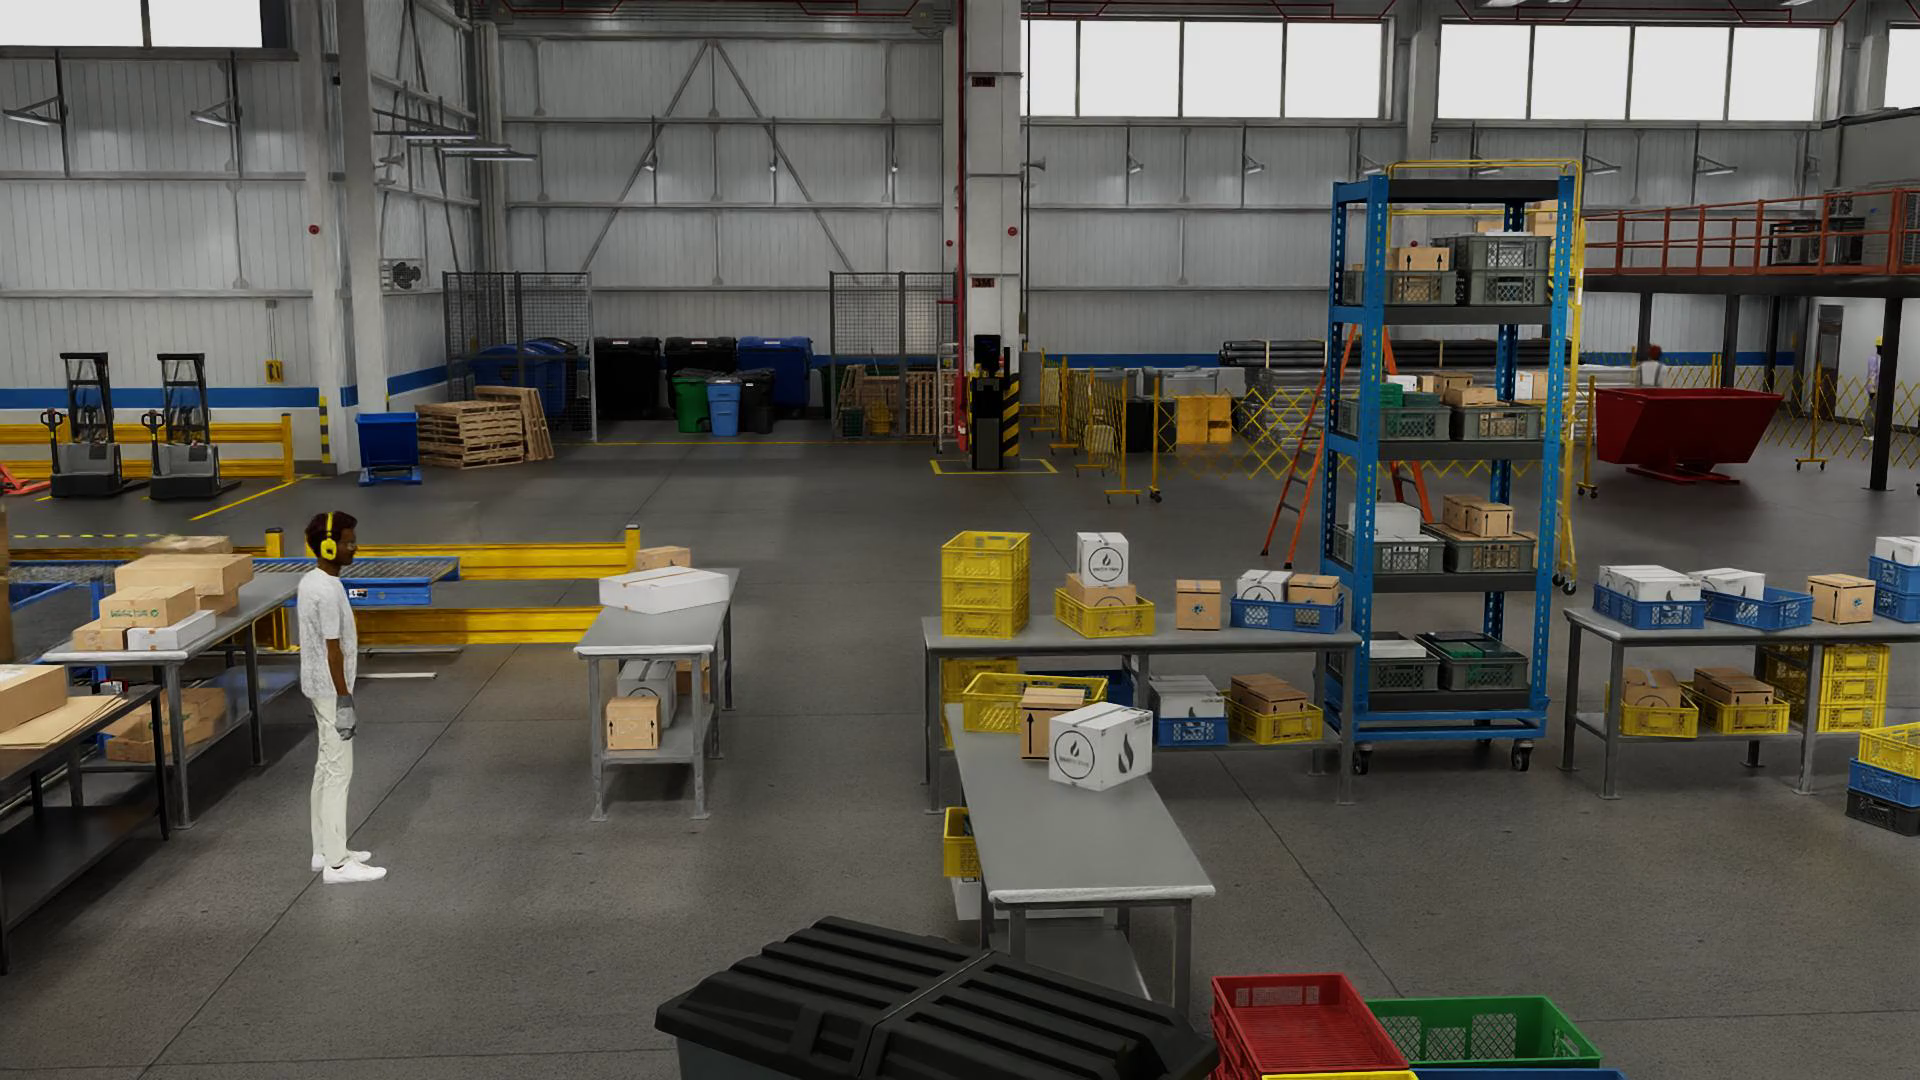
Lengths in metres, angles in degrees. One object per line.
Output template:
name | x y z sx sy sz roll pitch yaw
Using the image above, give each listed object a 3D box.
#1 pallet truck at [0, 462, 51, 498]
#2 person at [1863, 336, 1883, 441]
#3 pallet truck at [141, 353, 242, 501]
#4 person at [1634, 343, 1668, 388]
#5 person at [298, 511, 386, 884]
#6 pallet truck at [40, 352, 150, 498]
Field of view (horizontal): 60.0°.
pallet truck | -13.193 -1.293 23.148 0.653 1.274 1.630 -1 9 -4
person | 16.846 -2.780 30.525 0.367 1.926 0.594 9 13 44
pallet truck | -10.520 -1.604 22.925 0.823 1.965 1.885 -1 9 -6
person | 11.787 -2.413 28.368 0.348 1.884 0.581 -7 12 -39
person | -3.131 0.783 8.348 0.310 1.864 0.532 -6 11 -31
pallet truck | -11.907 -1.642 23.165 0.823 1.965 1.885 0 9 0
